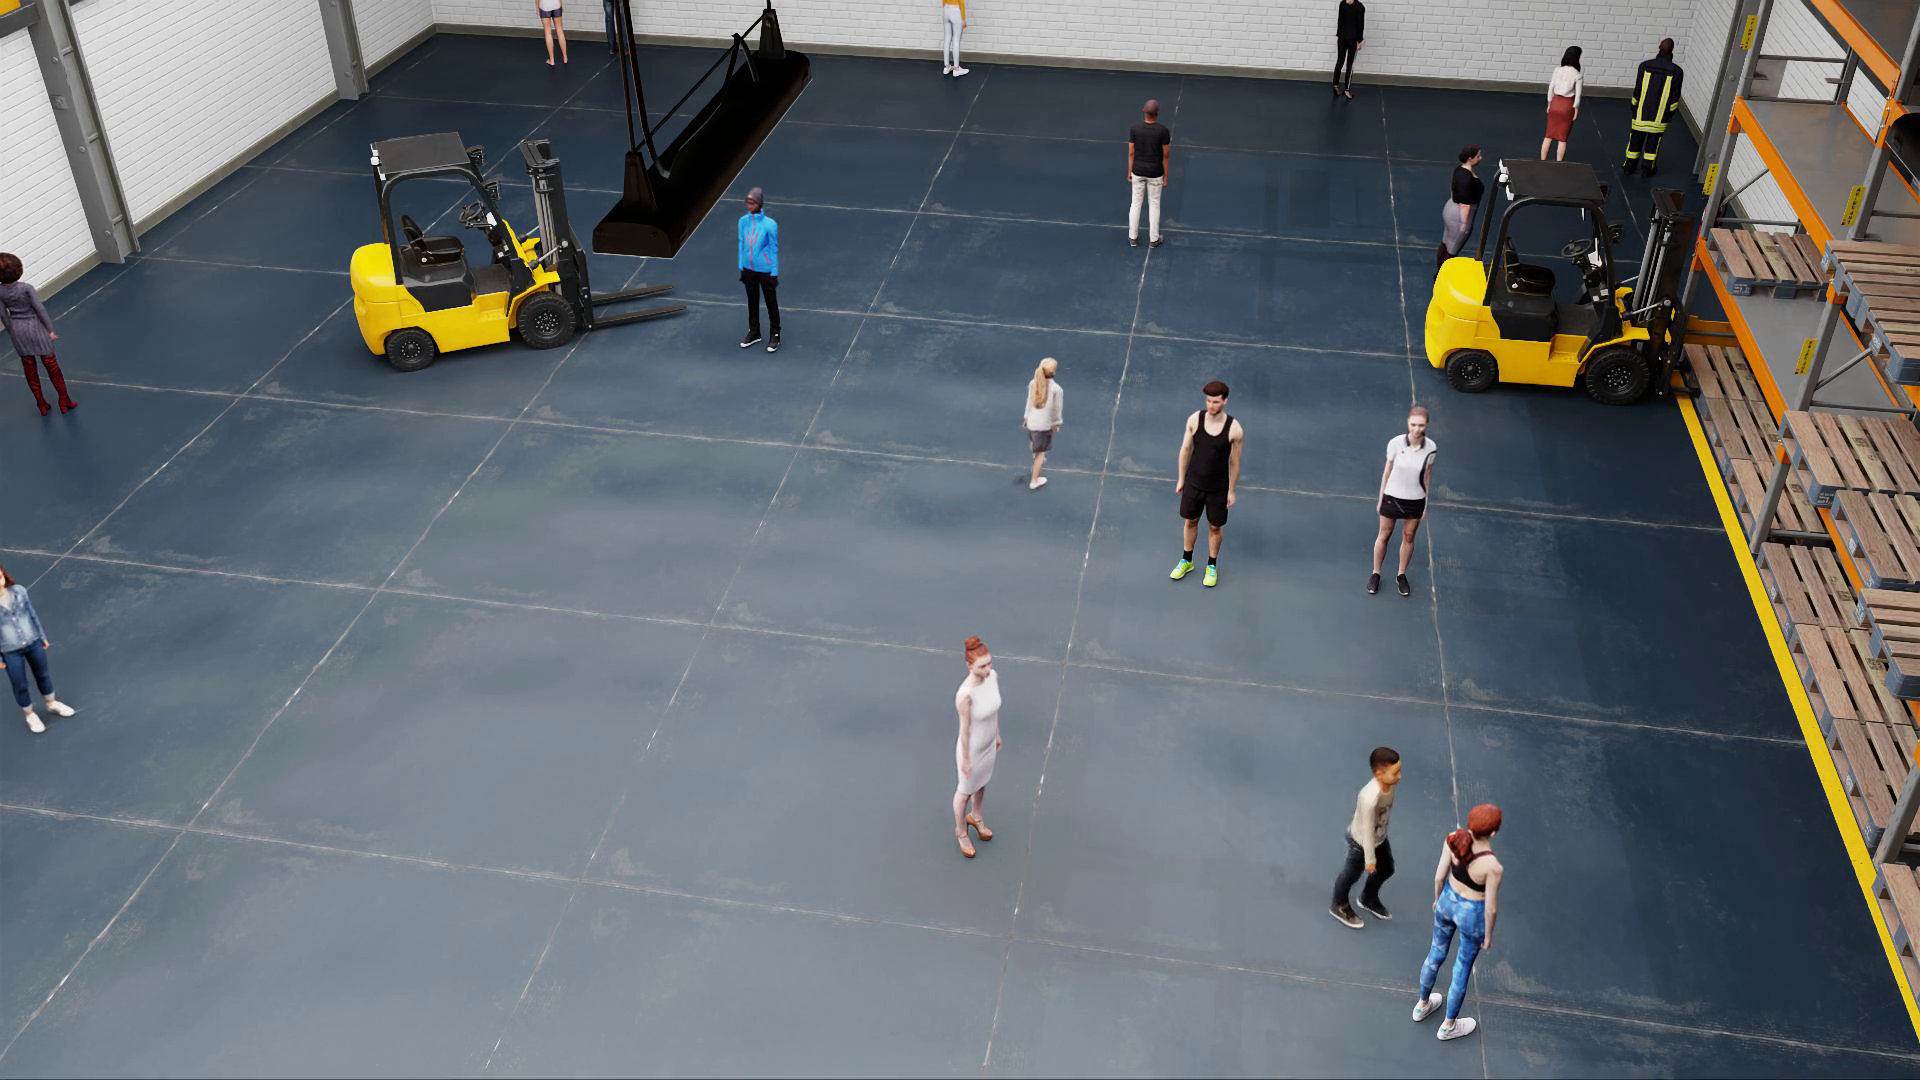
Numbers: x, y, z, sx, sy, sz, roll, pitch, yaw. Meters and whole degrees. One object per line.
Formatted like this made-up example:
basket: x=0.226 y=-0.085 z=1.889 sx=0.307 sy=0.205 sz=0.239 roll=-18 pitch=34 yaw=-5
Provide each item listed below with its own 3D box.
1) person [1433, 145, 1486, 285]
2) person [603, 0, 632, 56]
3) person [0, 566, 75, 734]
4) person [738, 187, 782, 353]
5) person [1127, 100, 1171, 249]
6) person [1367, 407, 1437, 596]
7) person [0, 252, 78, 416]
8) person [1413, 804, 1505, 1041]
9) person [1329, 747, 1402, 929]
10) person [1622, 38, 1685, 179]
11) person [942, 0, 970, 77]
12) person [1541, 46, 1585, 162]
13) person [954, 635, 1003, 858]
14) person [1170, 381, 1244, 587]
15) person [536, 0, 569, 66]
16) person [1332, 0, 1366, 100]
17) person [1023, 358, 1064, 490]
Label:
person: x=5.643 y=-3.642 z=18.869 sx=0.748 sy=1.759 sz=0.572 roll=2 pitch=34 yaw=4
person: x=-5.489 y=-8.633 z=26.292 sx=0.682 sy=1.854 sz=0.579 roll=8 pitch=35 yaw=12
person: x=-7.064 y=0.781 z=12.474 sx=0.686 sy=1.473 sz=0.561 roll=22 pitch=39 yaw=29
person: x=-2.126 y=-2.892 z=17.710 sx=0.643 sy=1.793 sz=0.598 roll=12 pitch=35 yaw=17
person: x=2.251 y=-4.393 z=19.957 sx=0.664 sy=1.805 sz=0.614 roll=8 pitch=35 yaw=12
person: x=3.707 y=-0.336 z=13.902 sx=0.560 sy=1.752 sz=0.560 roll=4 pitch=34 yaw=6
person: x=-9.233 y=-2.040 z=16.502 sx=0.635 sy=1.710 sz=0.594 roll=-3 pitch=34 yaw=-4
person: x=3.002 y=2.266 z=9.958 sx=0.731 sy=1.785 sz=0.675 roll=-23 pitch=40 yaw=-30
person: x=2.580 y=1.907 z=10.798 sx=0.732 sy=1.452 sz=0.653 roll=27 pitch=42 yaw=34
person: x=9.140 y=-5.716 z=21.933 sx=0.838 sy=1.821 sz=0.806 roll=18 pitch=38 yaw=25
person: x=-0.109 y=-8.004 z=25.439 sx=0.690 sy=1.751 sz=0.722 roll=28 pitch=43 yaw=35
person: x=7.907 y=-5.617 z=21.847 sx=0.672 sy=1.751 sz=0.691 roll=28 pitch=43 yaw=36
person: x=0.111 y=1.398 z=11.257 sx=0.706 sy=1.793 sz=0.570 roll=22 pitch=39 yaw=29
person: x=2.087 y=-0.494 z=14.012 sx=0.721 sy=1.892 sz=0.658 roll=12 pitch=36 yaw=18
person: x=-6.374 y=-8.285 z=25.878 sx=0.681 sy=1.733 sz=0.728 roll=-18 pitch=38 yaw=-25
person: x=5.725 y=-7.366 z=24.518 sx=0.725 sy=1.707 sz=0.696 roll=-29 pitch=43 yaw=-36
person: x=0.729 y=-1.080 z=15.477 sx=0.658 sy=1.246 sz=0.793 roll=19 pitch=38 yaw=26
